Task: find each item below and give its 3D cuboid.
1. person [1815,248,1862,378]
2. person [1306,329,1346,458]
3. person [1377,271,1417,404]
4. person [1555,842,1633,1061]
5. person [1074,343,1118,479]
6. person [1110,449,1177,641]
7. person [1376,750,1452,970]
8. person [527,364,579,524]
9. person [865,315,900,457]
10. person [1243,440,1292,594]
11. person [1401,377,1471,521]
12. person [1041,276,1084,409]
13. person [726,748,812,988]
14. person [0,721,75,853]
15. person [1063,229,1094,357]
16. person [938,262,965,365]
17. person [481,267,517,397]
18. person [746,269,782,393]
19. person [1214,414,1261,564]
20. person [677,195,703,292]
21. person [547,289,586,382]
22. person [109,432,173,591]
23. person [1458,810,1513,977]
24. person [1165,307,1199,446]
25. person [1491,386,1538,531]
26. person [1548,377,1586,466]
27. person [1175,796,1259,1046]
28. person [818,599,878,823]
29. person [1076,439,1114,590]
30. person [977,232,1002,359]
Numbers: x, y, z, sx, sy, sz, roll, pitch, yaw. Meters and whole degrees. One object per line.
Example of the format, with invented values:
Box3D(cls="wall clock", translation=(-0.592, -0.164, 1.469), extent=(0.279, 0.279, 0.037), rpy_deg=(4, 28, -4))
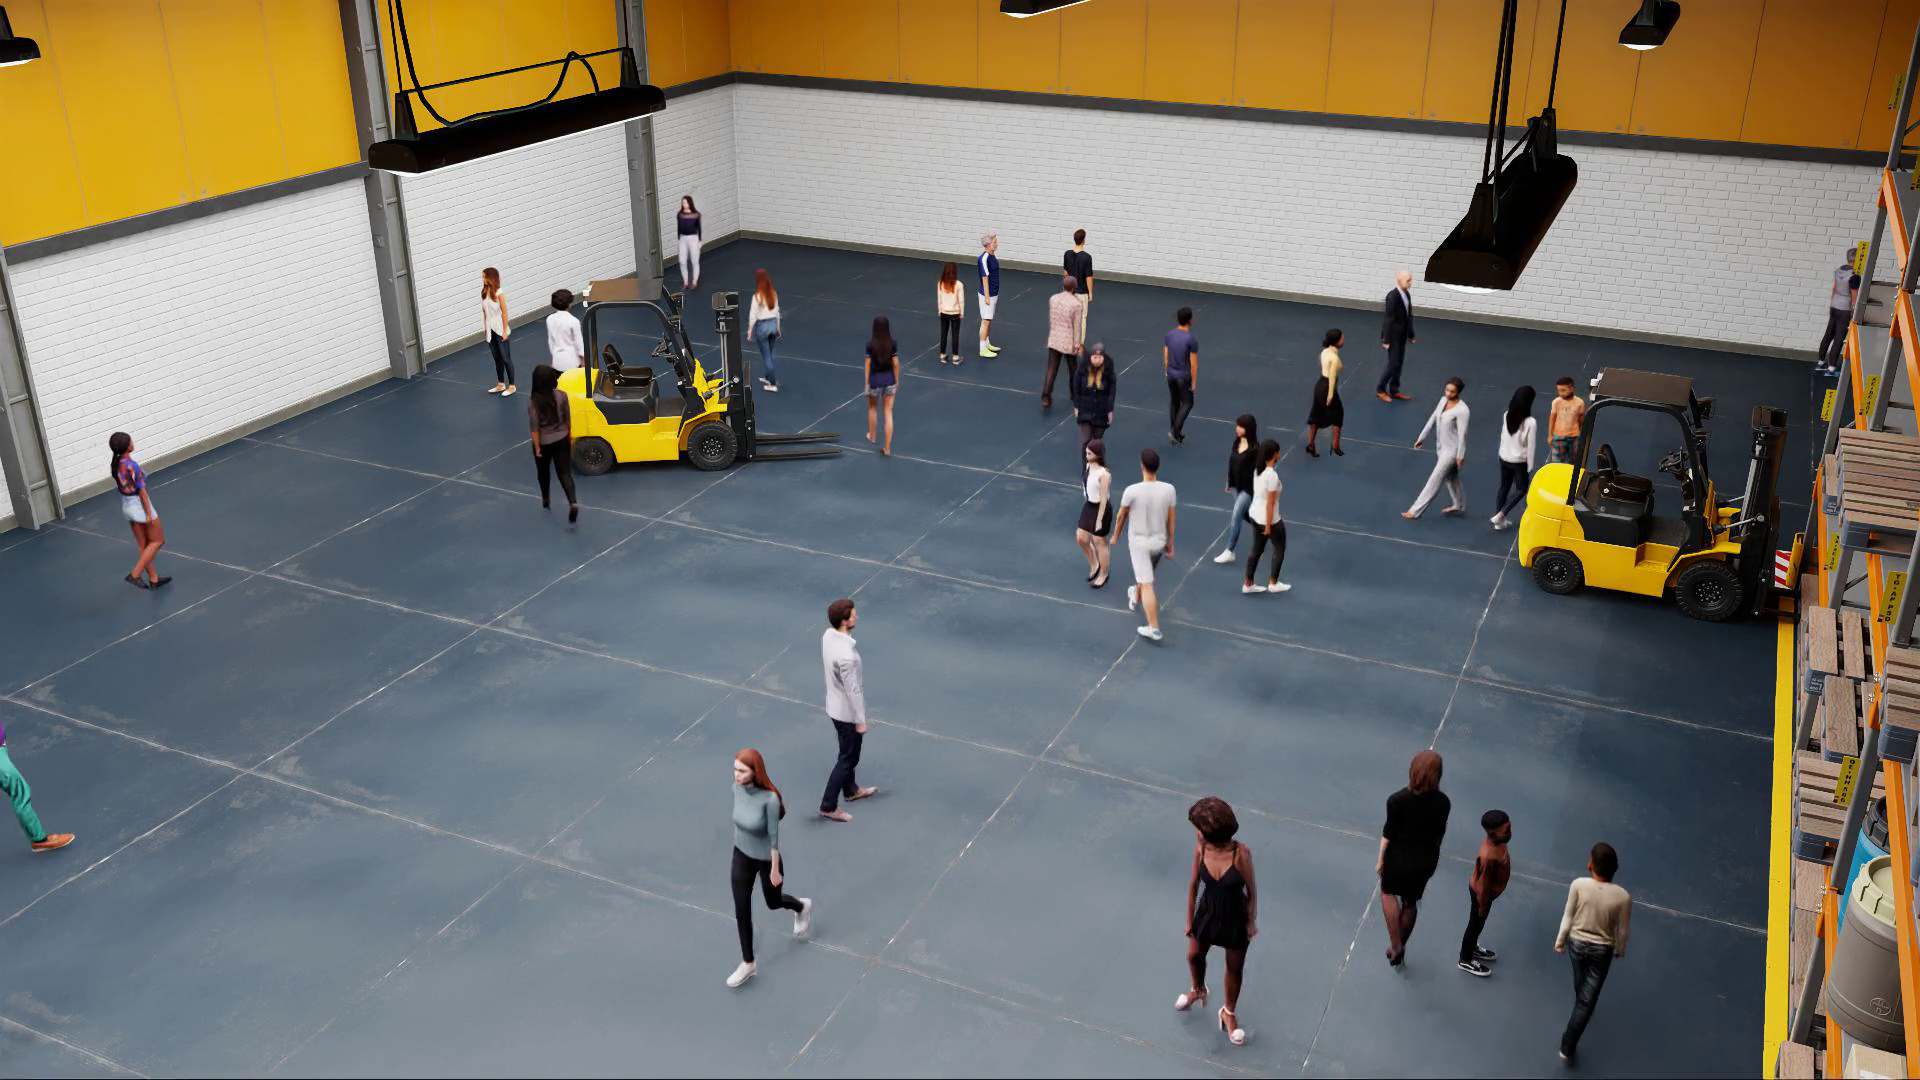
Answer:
Box3D(cls="person", translation=(12.492, -3.247, 23.580), extent=(0.838, 1.828, 0.693), rpy_deg=(-1, 24, -3))
Box3D(cls="person", translation=(4.429, -1.784, 20.469), extent=(0.851, 1.638, 0.800), rpy_deg=(-7, 25, -15))
Box3D(cls="person", translation=(5.884, -2.788, 22.566), extent=(0.838, 1.797, 0.713), rpy_deg=(19, 30, 36))
Box3D(cls="person", translation=(3.998, 2.654, 10.577), extent=(0.672, 1.428, 1.021), rpy_deg=(15, 28, 30))
Box3D(cls="person", translation=(1.623, -1.584, 19.993), extent=(0.818, 1.653, 0.899), rpy_deg=(0, 24, 1))
Box3D(cls="person", translation=(1.837, 0.094, 15.985), extent=(1.196, 1.788, 1.320), rpy_deg=(-7, 24, -15))
Box3D(cls="person", translation=(3.071, 2.228, 11.227), extent=(0.744, 1.688, 0.794), rpy_deg=(-2, 24, -4))
Box3D(cls="person", translation=(-4.500, -1.027, 18.531), extent=(1.175, 1.803, 1.148), rpy_deg=(-12, 26, -26))
Box3D(cls="person", translation=(-0.953, -1.879, 20.558), extent=(0.932, 1.741, 1.026), rpy_deg=(-6, 24, -13))
Box3D(cls="person", translation=(3.009, -0.203, 16.883), extent=(0.880, 1.613, 0.821), rpy_deg=(-5, 24, -10))
Box3D(cls="person", translation=(5.548, -1.017, 18.650), extent=(1.211, 1.690, 1.215), rpy_deg=(-3, 24, -7))
Box3D(cls="person", translation=(1.333, -2.597, 22.164), extent=(0.683, 1.769, 1.192), rpy_deg=(11, 26, 23))
Box3D(cls="person", translation=(-1.313, 2.170, 11.325), extent=(0.709, 1.717, 1.120), rpy_deg=(16, 28, 32))
Box3D(cls="person", translation=(-7.396, 1.660, 12.474), extent=(1.203, 1.731, 1.112), rpy_deg=(-10, 25, -21))
Box3D(cls="person", translation=(1.715, -3.638, 24.441), extent=(0.636, 1.854, 0.550), rpy_deg=(12, 26, 26))
Box3D(cls="person", translation=(-0.142, -3.305, 24.149), extent=(0.569, 1.477, 0.507), rpy_deg=(11, 26, 24))
Box3D(cls="person", translation=(-6.314, -2.865, 22.757), extent=(0.624, 1.785, 0.586), rpy_deg=(17, 29, 34))
Box3D(cls="person", translation=(-2.608, -2.863, 22.837), extent=(0.801, 1.719, 0.808), rpy_deg=(-21, 31, -40))
Box3D(cls="person", translation=(3.085, -0.573, 17.721), extent=(1.120, 1.619, 0.958), rpy_deg=(-13, 27, -27))
Box3D(cls="person", translation=(-4.498, -4.970, 27.812), extent=(0.698, 1.595, 0.749), rpy_deg=(4, 24, 10))
Box3D(cls="person", translation=(-5.109, -2.366, 21.590), extent=(0.667, 1.806, 0.618), rpy_deg=(6, 24, 13))
Box3D(cls="person", translation=(-8.408, -0.253, 16.846), extent=(0.615, 1.734, 0.781), rpy_deg=(13, 27, 27))
Box3D(cls="person", translation=(3.594, 2.390, 11.402), extent=(0.581, 1.252, 0.416), rpy_deg=(12, 26, 26))
Box3D(cls="person", translation=(2.705, -2.010, 20.815), extent=(0.715, 1.775, 0.836), rpy_deg=(17, 29, 33))
Box3D(cls="person", translation=(6.040, -0.866, 18.306), extent=(0.861, 1.689, 0.807), rpy_deg=(-16, 28, -32))
Box3D(cls="person", translation=(7.100, -1.210, 19.412), extent=(0.799, 1.433, 0.644), rpy_deg=(-2, 24, -4))
Box3D(cls="person", translation=(1.729, 2.440, 10.645), extent=(0.682, 1.768, 0.592), rpy_deg=(3, 24, 7))
Box3D(cls="person", translation=(-0.935, 1.315, 13.092), extent=(0.971, 1.867, 0.912), rpy_deg=(-8, 25, -18))
Box3D(cls="person", translation=(1.480, -0.267, 17.002), extent=(0.724, 1.635, 0.692), rpy_deg=(-15, 28, -31))
Box3D(cls="person", translation=(0.416, -3.624, 24.428), extent=(0.745, 1.839, 0.575), rpy_deg=(5, 24, 10))
